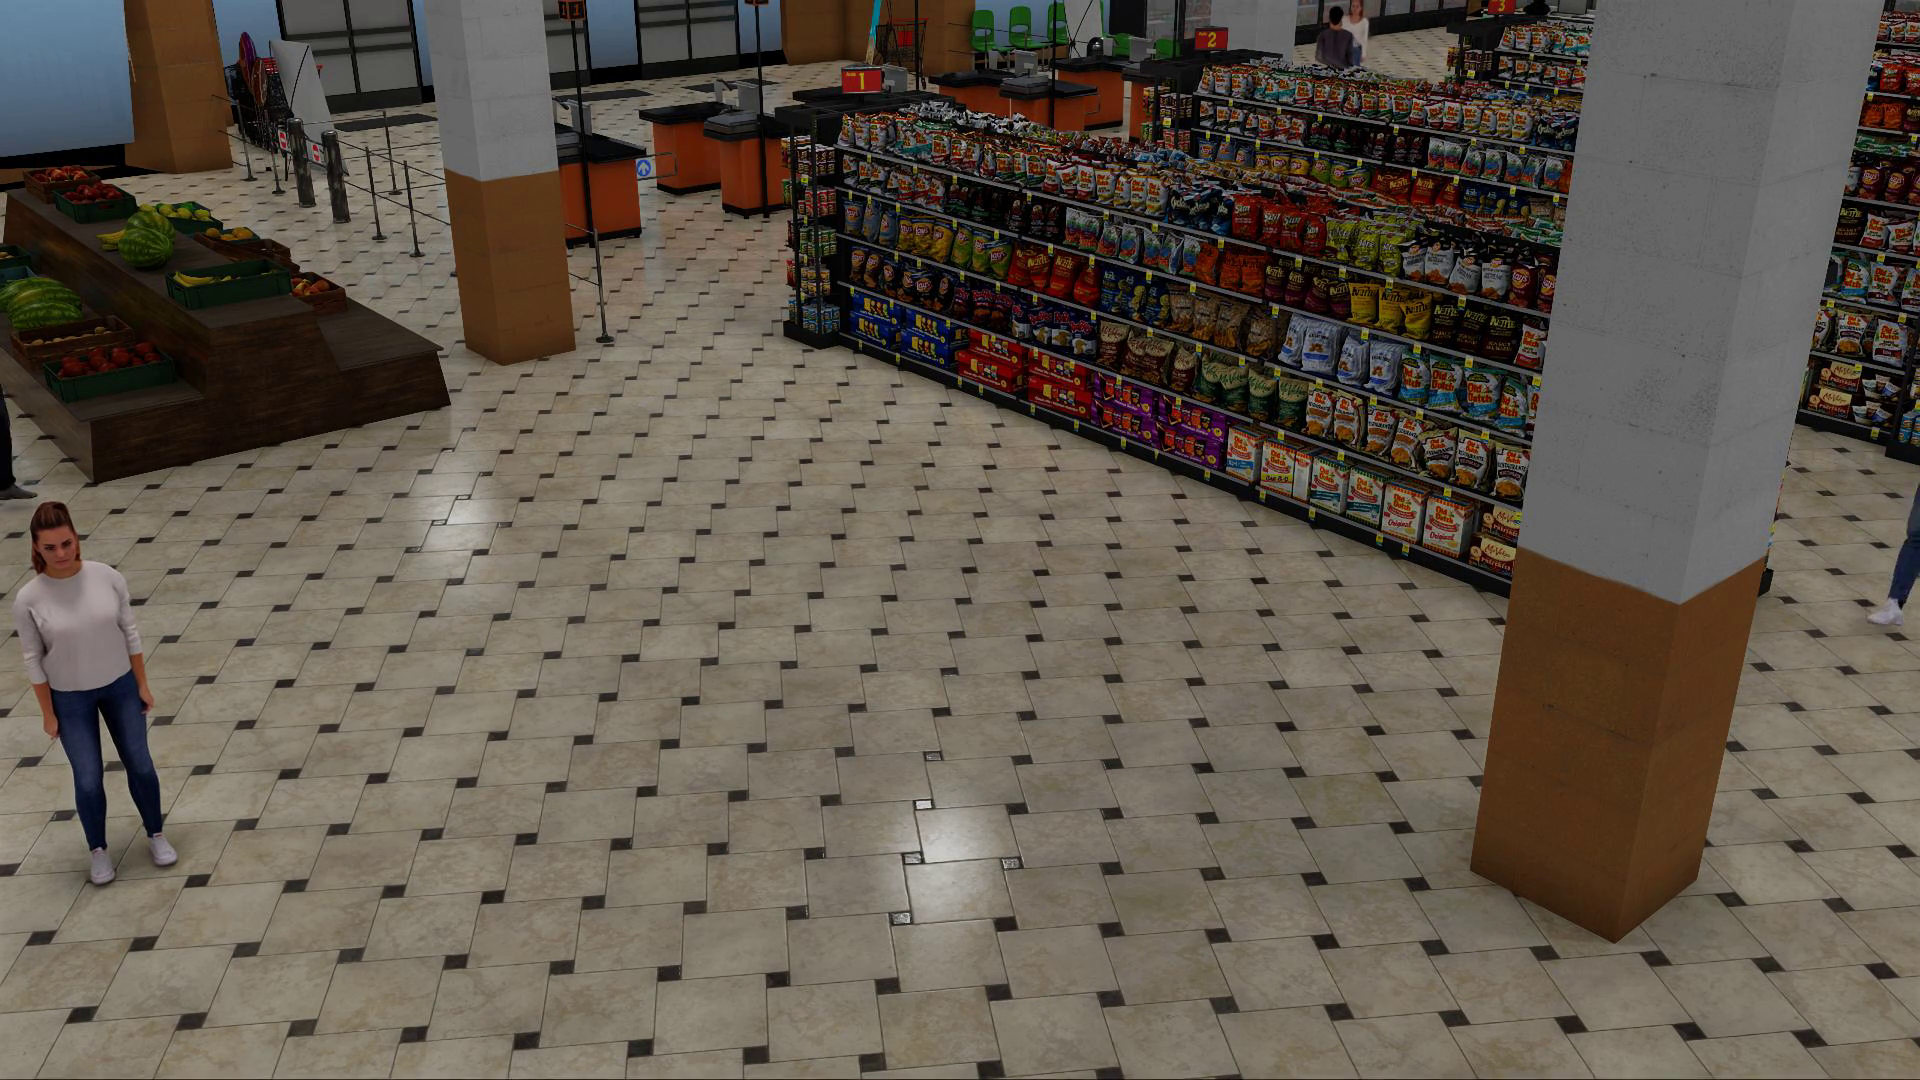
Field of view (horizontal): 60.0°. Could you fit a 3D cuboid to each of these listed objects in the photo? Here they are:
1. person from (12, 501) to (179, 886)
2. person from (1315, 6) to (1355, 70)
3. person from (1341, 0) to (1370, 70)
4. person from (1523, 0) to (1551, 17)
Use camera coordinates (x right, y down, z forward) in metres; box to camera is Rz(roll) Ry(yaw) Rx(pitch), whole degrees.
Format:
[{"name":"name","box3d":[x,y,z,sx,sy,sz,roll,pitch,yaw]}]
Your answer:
[{"name":"person","box3d":[-3.665,0.649,7.038,0.589,1.721,0.501,-18,29,-35]},{"name":"person","box3d":[5.151,-6.379,22.972,1.052,1.823,1.140,0,24,-1]},{"name":"person","box3d":[6.059,-7.480,25.665,0.791,1.681,0.819,13,27,28]},{"name":"person","box3d":[9.288,-8.062,26.936,0.692,1.729,0.747,1,24,3]}]
